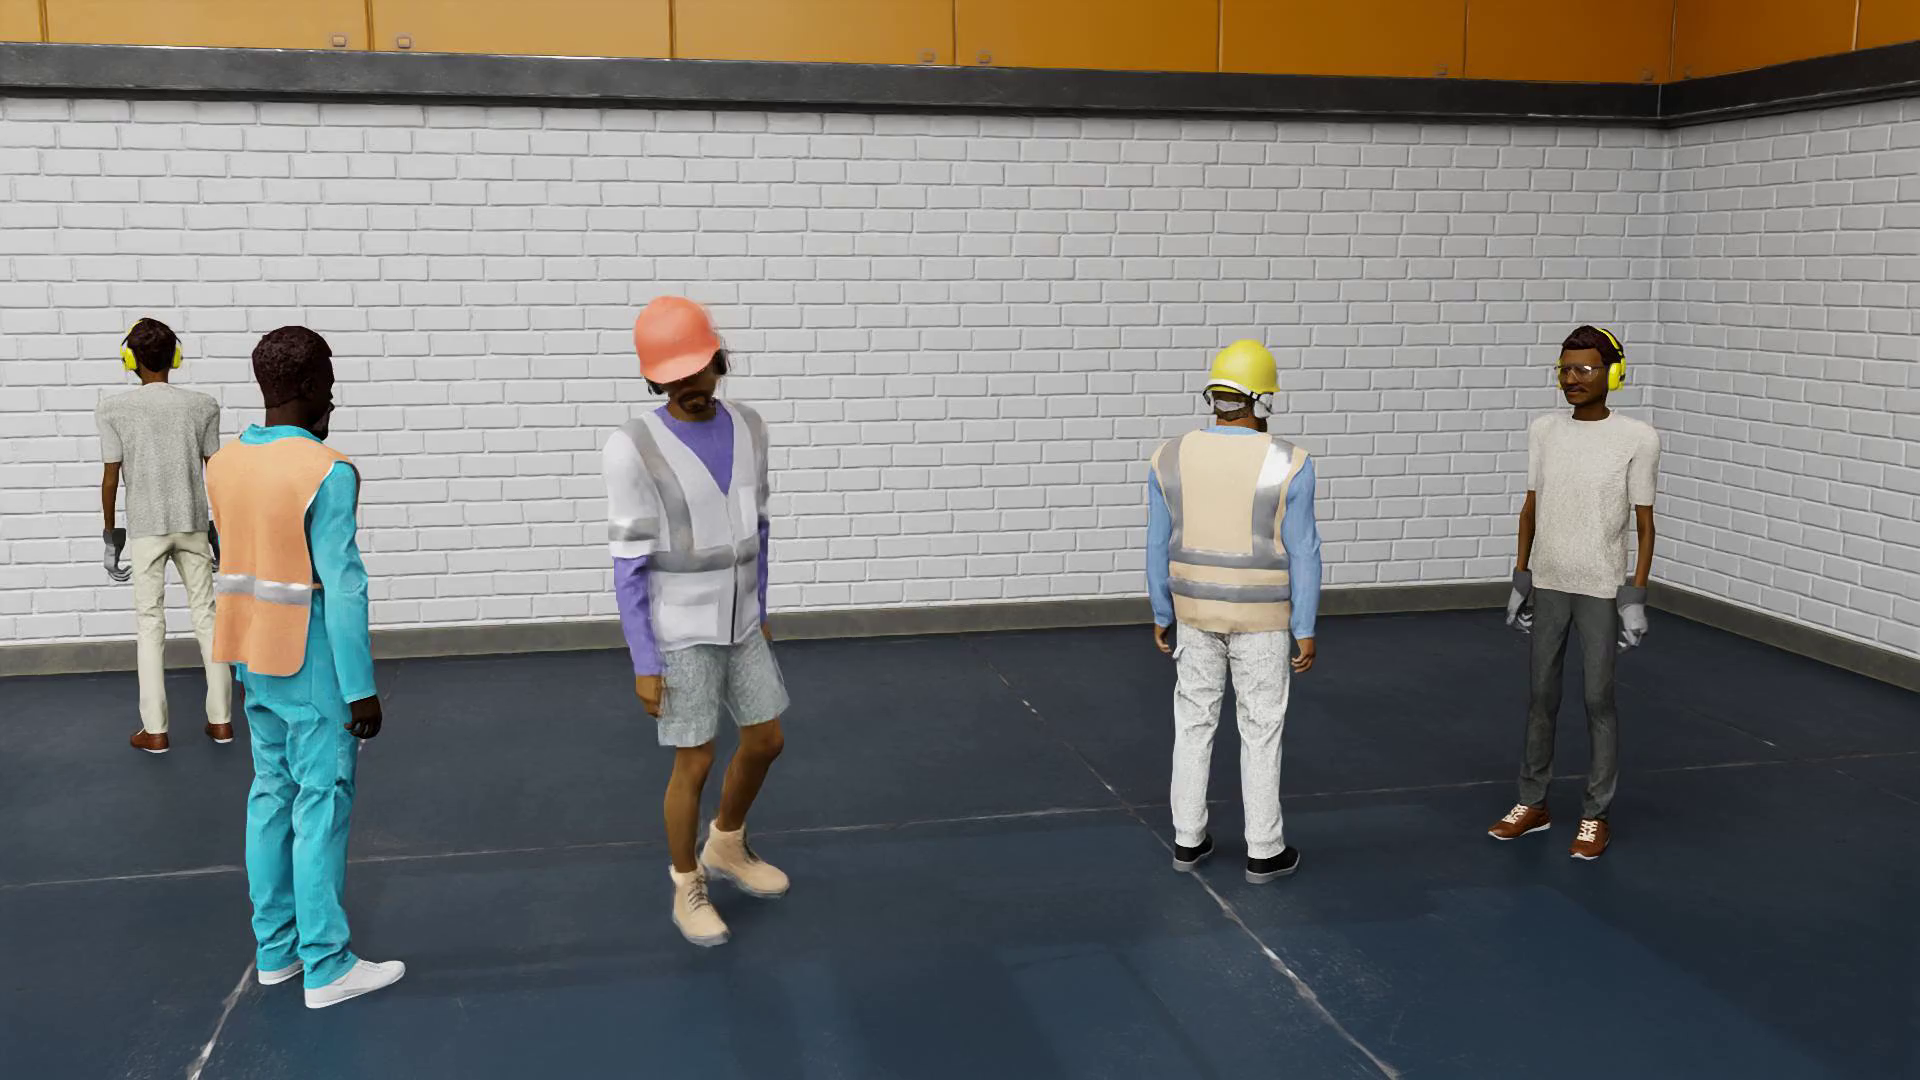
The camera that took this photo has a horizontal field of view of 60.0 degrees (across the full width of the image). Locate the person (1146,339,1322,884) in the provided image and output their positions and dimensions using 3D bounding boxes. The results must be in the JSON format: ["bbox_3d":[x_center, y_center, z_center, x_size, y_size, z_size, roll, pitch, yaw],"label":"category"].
[{"bbox_3d":[0.932,0.242,5.635,0.603,1.830,0.404,5,11,29],"label":"person"}]

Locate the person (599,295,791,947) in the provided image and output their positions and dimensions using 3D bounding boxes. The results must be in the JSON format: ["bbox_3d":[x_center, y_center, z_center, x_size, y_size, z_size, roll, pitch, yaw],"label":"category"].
[{"bbox_3d":[-0.795,0.256,5.065,0.531,1.994,0.697,8,12,39],"label":"person"}]

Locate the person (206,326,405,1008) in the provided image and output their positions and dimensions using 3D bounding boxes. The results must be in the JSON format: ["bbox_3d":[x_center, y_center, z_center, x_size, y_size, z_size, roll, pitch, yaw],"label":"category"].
[{"bbox_3d":[-1.872,0.360,4.692,0.587,1.911,0.397,6,11,34],"label":"person"}]

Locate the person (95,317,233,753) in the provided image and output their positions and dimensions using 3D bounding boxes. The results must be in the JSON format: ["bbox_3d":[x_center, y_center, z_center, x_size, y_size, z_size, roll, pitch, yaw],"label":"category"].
[{"bbox_3d":[-3.417,-0.019,7.164,0.508,1.861,0.328,-7,12,-36],"label":"person"}]

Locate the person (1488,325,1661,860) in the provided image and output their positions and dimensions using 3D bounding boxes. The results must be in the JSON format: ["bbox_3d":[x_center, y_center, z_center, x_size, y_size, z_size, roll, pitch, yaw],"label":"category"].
[{"bbox_3d":[2.177,0.183,5.877,0.514,1.873,0.329,9,13,44],"label":"person"}]
